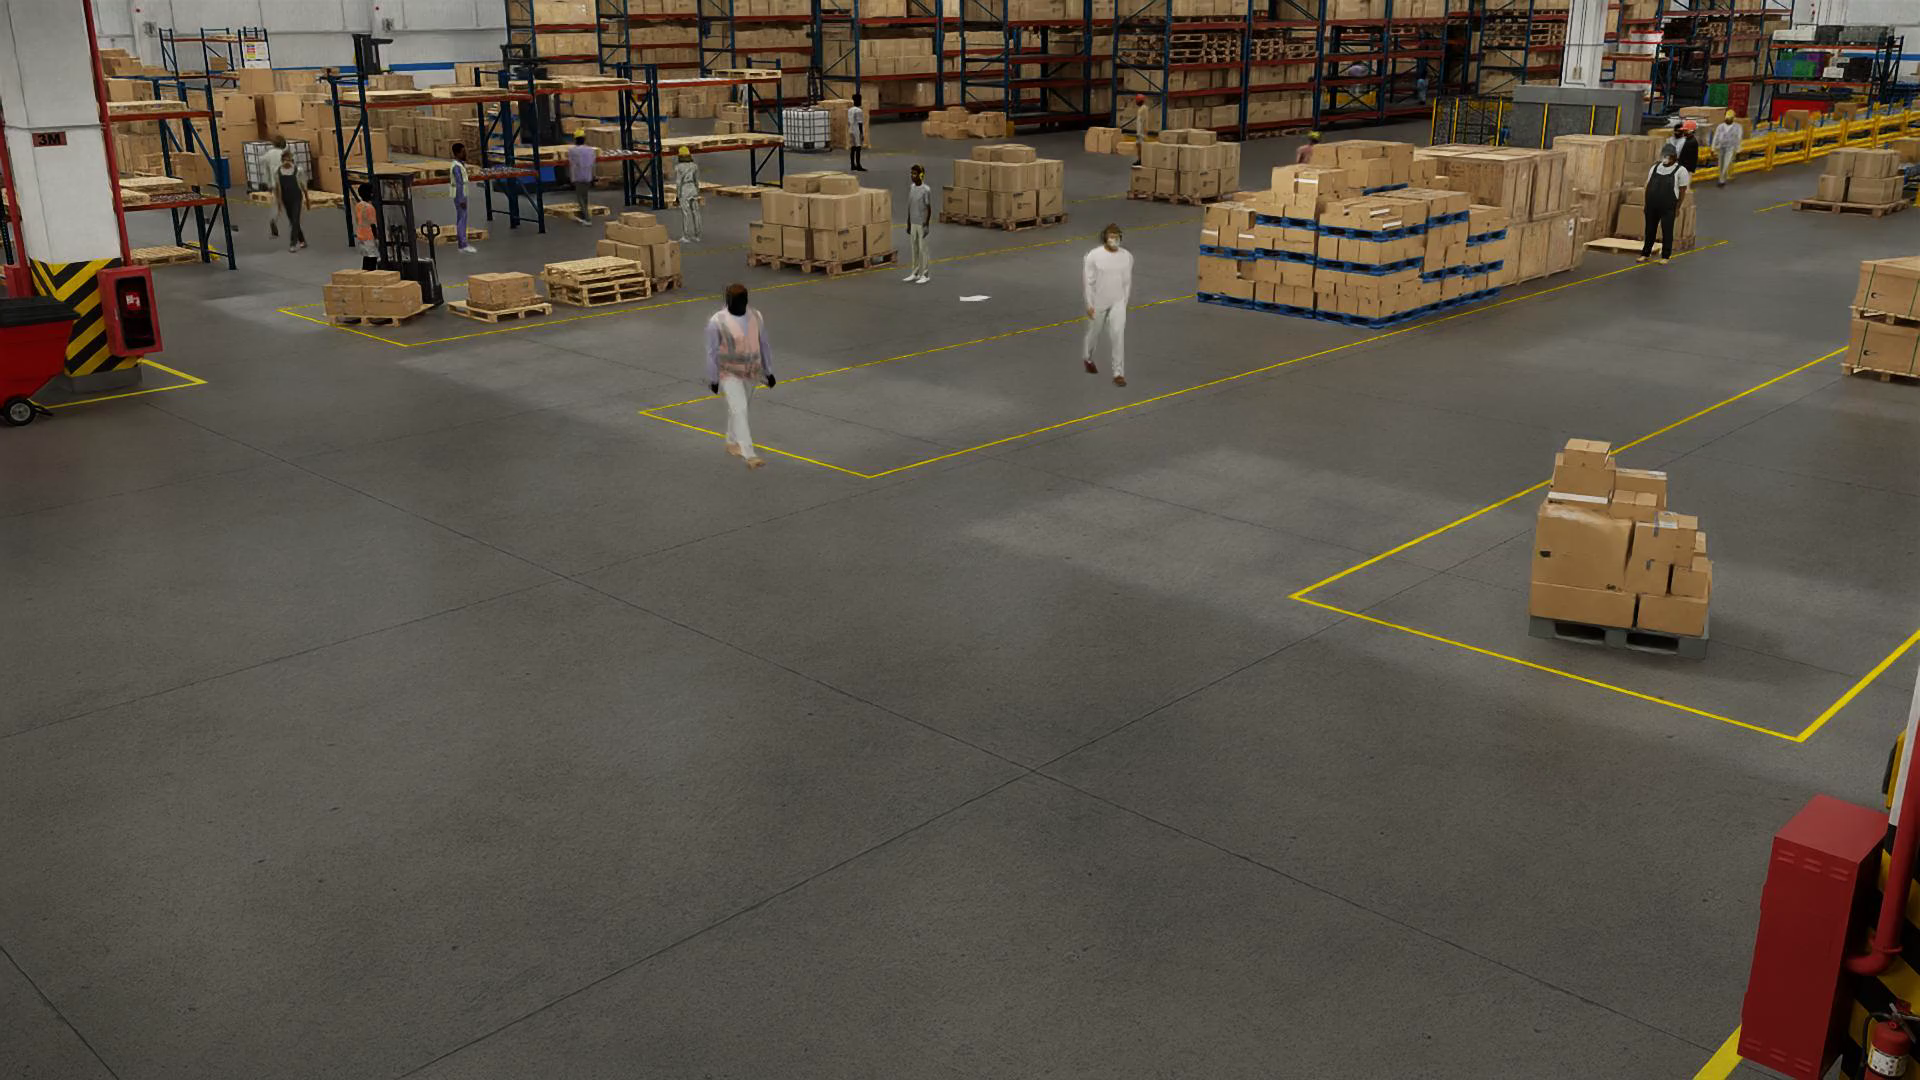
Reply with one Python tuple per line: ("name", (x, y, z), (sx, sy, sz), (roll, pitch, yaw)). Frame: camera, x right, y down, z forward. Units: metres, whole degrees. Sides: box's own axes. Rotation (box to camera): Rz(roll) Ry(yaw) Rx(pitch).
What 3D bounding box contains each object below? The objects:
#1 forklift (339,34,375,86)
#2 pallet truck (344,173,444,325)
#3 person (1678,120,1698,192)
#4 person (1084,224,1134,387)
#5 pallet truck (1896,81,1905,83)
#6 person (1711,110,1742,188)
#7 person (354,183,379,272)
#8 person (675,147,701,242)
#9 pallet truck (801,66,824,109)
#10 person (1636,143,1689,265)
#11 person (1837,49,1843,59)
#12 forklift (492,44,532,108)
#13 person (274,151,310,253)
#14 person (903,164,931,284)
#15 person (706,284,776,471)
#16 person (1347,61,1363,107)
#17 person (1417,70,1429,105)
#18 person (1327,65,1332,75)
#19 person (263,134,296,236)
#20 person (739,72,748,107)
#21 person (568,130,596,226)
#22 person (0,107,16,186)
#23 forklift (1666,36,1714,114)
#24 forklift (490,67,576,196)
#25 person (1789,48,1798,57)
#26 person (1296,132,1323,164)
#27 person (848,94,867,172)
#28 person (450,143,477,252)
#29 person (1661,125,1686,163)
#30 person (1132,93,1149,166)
("forklift", (-23.287, -18.355, 65.083), (1.129, 2.768, 1.873), (17, 25, 41))
("pallet truck", (-8.209, -4.181, 23.757), (0.823, 1.965, 1.885), (3, 19, 9))
("person", (14.752, -7.517, 33.821), (0.395, 1.989, 0.619), (6, 19, 17))
("person", (1.760, -2.847, 19.922), (0.629, 1.898, 1.053), (-4, 19, -12))
("pallet truck", (34.802, -16.331, 61.455), (0.653, 1.274, 1.630), (17, 25, 41))
("person", (18.011, -9.203, 39.195), (0.623, 1.792, 0.903), (17, 25, 41))
("person", (-9.087, -4.634, 25.596), (0.321, 1.694, 0.529), (-16, 24, -40))
("person", (-5.067, -6.420, 30.901), (0.484, 1.744, 0.297), (-15, 24, -38))
("pallet truck", (-4.812, -15.182, 56.903), (0.823, 1.965, 1.885), (-9, 21, -26))
("person", (11.943, -5.713, 28.307), (0.537, 2.000, 0.683), (-17, 25, -41))
("person", (41.292, -22.272, 78.293), (0.409, 1.987, 0.608), (15, 24, 39))
("forklift", (-14.174, -14.481, 53.410), (1.873, 2.768, 1.129), (17, 25, 41))
("person", (-11.970, -6.090, 29.856), (0.532, 1.786, 0.954), (-1, 18, -4))
("person", (-0.675, -5.042, 26.547), (0.328, 1.876, 0.514), (-16, 24, -41))
("person", (-2.145, -1.619, 16.363), (0.616, 1.799, 0.977), (-15, 24, -38))
("person", (15.470, -17.836, 65.031), (0.640, 1.923, 0.670), (-7, 19, -19))
("person", (16.873, -16.349, 60.915), (0.536, 1.676, 0.606), (-16, 24, -40))
("person", (16.515, -20.562, 73.700), (0.379, 1.628, 0.521), (-17, 25, -42))
("person", (-12.873, -6.697, 31.495), (0.651, 1.911, 0.828), (2, 18, 5))
("person", (-7.317, -14.923, 56.334), (0.329, 1.865, 0.511), (8, 20, 24))
("person", (-7.592, -7.220, 33.121), (0.628, 1.868, 0.826), (-17, 25, -41))
("person", (-22.909, -9.369, 39.627), (0.686, 1.858, 0.596), (0, 18, 0))
("forklift", (27.341, -17.291, 61.877), (1.129, 2.768, 1.873), (17, 25, 41))
("forklift", (-9.725, -9.363, 37.990), (1.129, 2.768, 1.873), (17, 25, 41))
("person", (42.094, -24.065, 83.943), (0.581, 1.829, 0.631), (7, 19, 19))
("person", (7.195, -7.541, 34.323), (0.600, 1.721, 0.379), (5, 19, 15))
("person", (-2.649, -10.454, 42.706), (0.367, 1.967, 0.601), (-11, 21, -30))
("person", (-8.904, -6.103, 29.674), (0.388, 1.919, 0.594), (-5, 19, -16))
("person", (15.935, -8.428, 37.077), (0.873, 1.654, 0.531), (-16, 24, -40))
("person", (4.819, -10.804, 43.855), (0.556, 1.901, 0.582), (9, 21, 26))
